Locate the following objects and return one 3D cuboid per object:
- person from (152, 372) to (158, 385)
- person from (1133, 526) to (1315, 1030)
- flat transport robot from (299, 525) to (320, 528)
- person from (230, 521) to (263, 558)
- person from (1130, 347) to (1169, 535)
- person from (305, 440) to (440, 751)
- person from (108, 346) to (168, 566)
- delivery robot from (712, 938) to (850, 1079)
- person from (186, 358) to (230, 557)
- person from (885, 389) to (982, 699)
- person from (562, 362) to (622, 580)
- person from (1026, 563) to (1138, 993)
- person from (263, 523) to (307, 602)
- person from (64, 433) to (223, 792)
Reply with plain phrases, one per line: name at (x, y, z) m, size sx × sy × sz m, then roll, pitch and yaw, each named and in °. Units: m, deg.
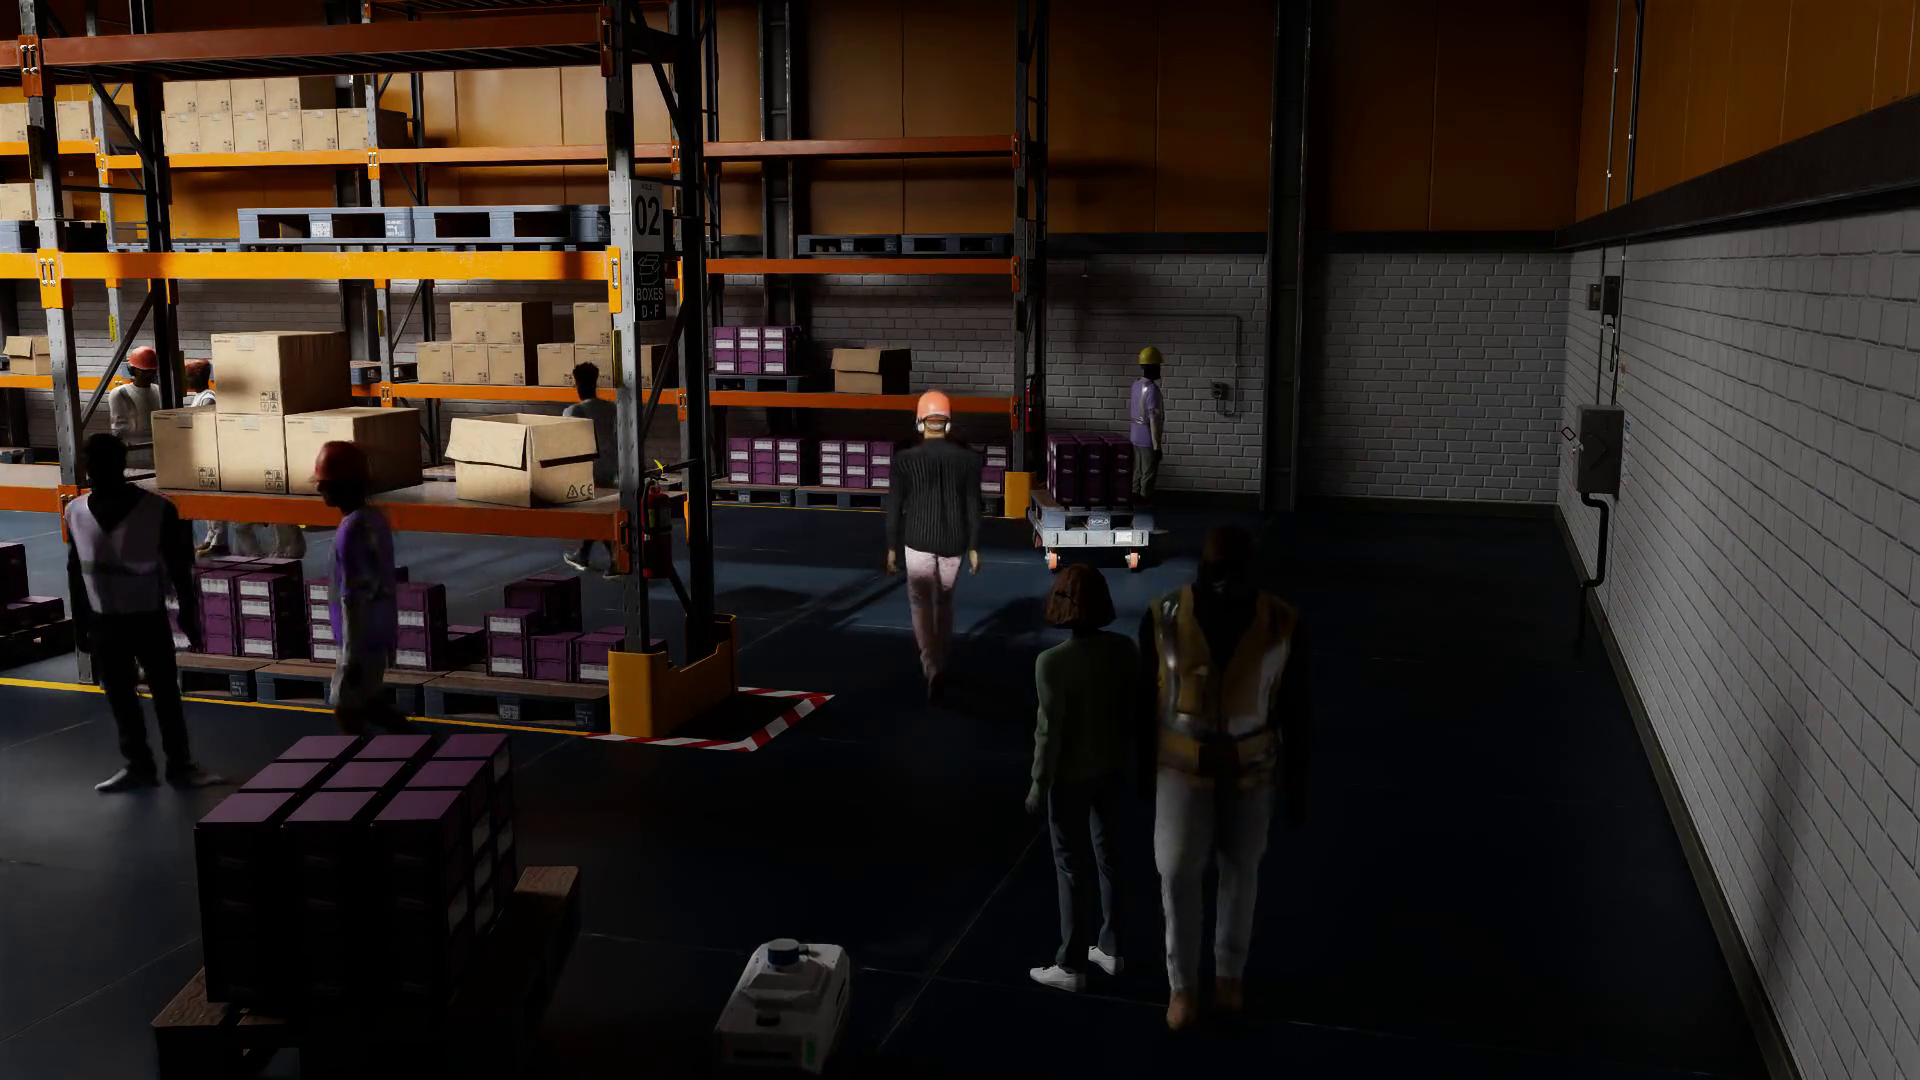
person at (-7.879, -0.837, 16.340) m, size 0.431 × 1.832 × 0.642 m, roll -8°, pitch 12°, yaw -41°
person at (0.941, 0.861, 5.966) m, size 0.651 × 1.821 × 0.617 m, roll 1°, pitch 9°, yaw 8°
flat transport robot at (-7.017, -0.324, 17.917) m, size 0.652 × 0.197 × 1.431 m, roll -9°, pitch 13°, yaw -42°
person at (-6.151, -0.354, 14.018) m, size 0.817 × 1.602 × 0.525 m, roll 4°, pitch 10°, yaw 24°
person at (1.941, -1.020, 17.115) m, size 0.352 × 1.929 × 0.594 m, roll -2°, pitch 10°, yaw -15°
person at (-2.862, 0.464, 8.093) m, size 0.652 × 1.923 × 0.570 m, roll -1°, pitch 9°, yaw -6°
person at (-7.364, -0.739, 15.090) m, size 0.393 × 2.034 × 0.605 m, roll 5°, pitch 10°, yaw 26°
delivery robot at (-0.570, 1.540, 5.409) m, size 0.477 × 0.478 × 0.707 m, roll 1°, pitch 9°, yaw 5°
person at (-7.164, -0.781, 15.803) m, size 0.355 × 1.883 × 0.576 m, roll -6°, pitch 11°, yaw -31°
person at (-0.159, 0.022, 10.674) m, size 0.622 × 1.968 × 0.895 m, roll -2°, pitch 10°, yaw -12°
person at (-3.262, -0.611, 14.719) m, size 1.034 × 1.906 × 0.611 m, roll 8°, pitch 12°, yaw 41°
person at (0.462, 0.898, 6.327) m, size 0.498 × 1.634 × 0.281 m, roll -8°, pitch 12°, yaw -40°
person at (-5.421, -0.256, 13.386) m, size 0.415 × 1.623 × 0.534 m, roll -1°, pitch 9°, yaw -4°
person at (-4.266, 0.392, 8.637) m, size 0.680 × 1.906 × 0.407 m, roll 0°, pitch 9°, yaw -2°
